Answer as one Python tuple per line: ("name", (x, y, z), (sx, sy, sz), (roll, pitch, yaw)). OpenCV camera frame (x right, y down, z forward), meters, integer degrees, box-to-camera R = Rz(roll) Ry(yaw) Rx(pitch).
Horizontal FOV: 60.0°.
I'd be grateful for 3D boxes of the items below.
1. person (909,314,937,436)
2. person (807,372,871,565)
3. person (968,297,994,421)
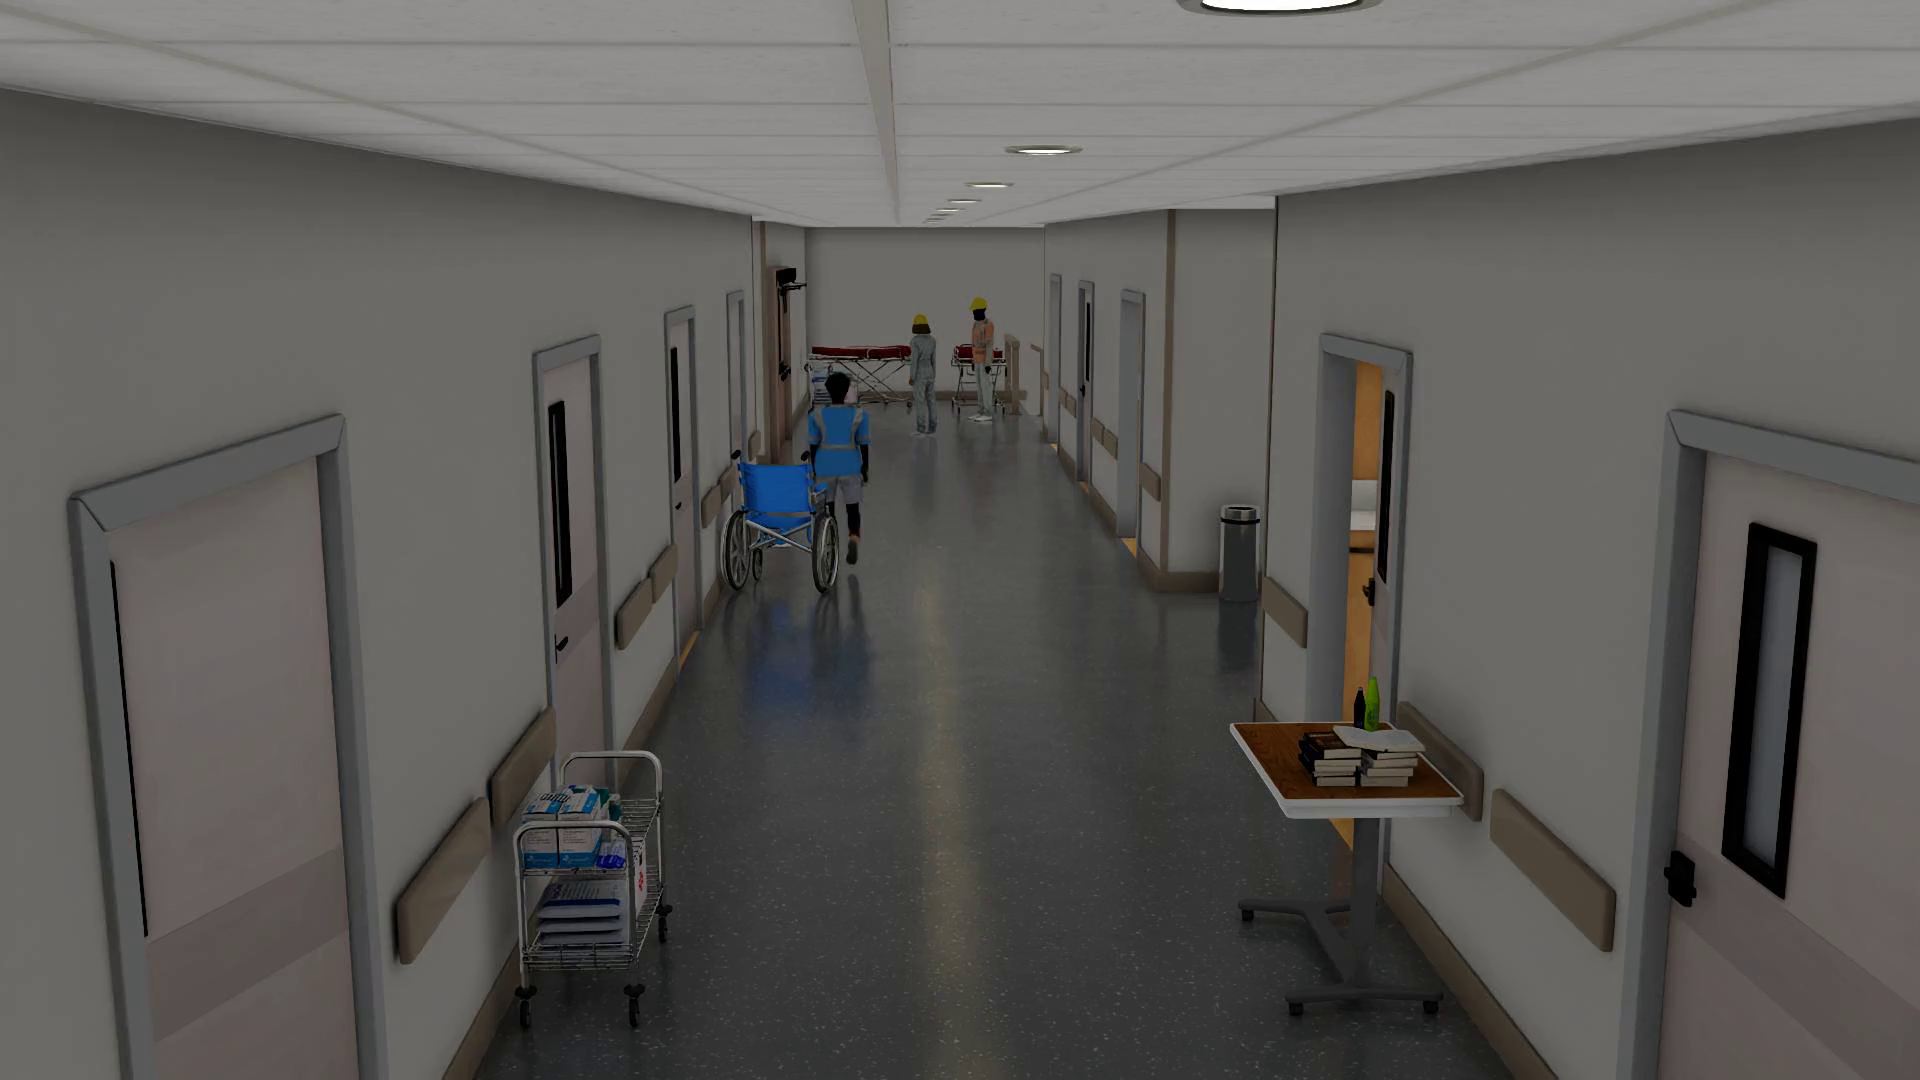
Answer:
("person", (-0.549, -2.358, 23.830), (0.325, 1.740, 0.493), (10, 14, 44))
("person", (-1.028, -0.596, 14.185), (0.541, 1.671, 0.692), (-1, 10, -7))
("person", (0.324, -2.798, 25.798), (0.394, 1.918, 0.585), (-4, 11, -22))
